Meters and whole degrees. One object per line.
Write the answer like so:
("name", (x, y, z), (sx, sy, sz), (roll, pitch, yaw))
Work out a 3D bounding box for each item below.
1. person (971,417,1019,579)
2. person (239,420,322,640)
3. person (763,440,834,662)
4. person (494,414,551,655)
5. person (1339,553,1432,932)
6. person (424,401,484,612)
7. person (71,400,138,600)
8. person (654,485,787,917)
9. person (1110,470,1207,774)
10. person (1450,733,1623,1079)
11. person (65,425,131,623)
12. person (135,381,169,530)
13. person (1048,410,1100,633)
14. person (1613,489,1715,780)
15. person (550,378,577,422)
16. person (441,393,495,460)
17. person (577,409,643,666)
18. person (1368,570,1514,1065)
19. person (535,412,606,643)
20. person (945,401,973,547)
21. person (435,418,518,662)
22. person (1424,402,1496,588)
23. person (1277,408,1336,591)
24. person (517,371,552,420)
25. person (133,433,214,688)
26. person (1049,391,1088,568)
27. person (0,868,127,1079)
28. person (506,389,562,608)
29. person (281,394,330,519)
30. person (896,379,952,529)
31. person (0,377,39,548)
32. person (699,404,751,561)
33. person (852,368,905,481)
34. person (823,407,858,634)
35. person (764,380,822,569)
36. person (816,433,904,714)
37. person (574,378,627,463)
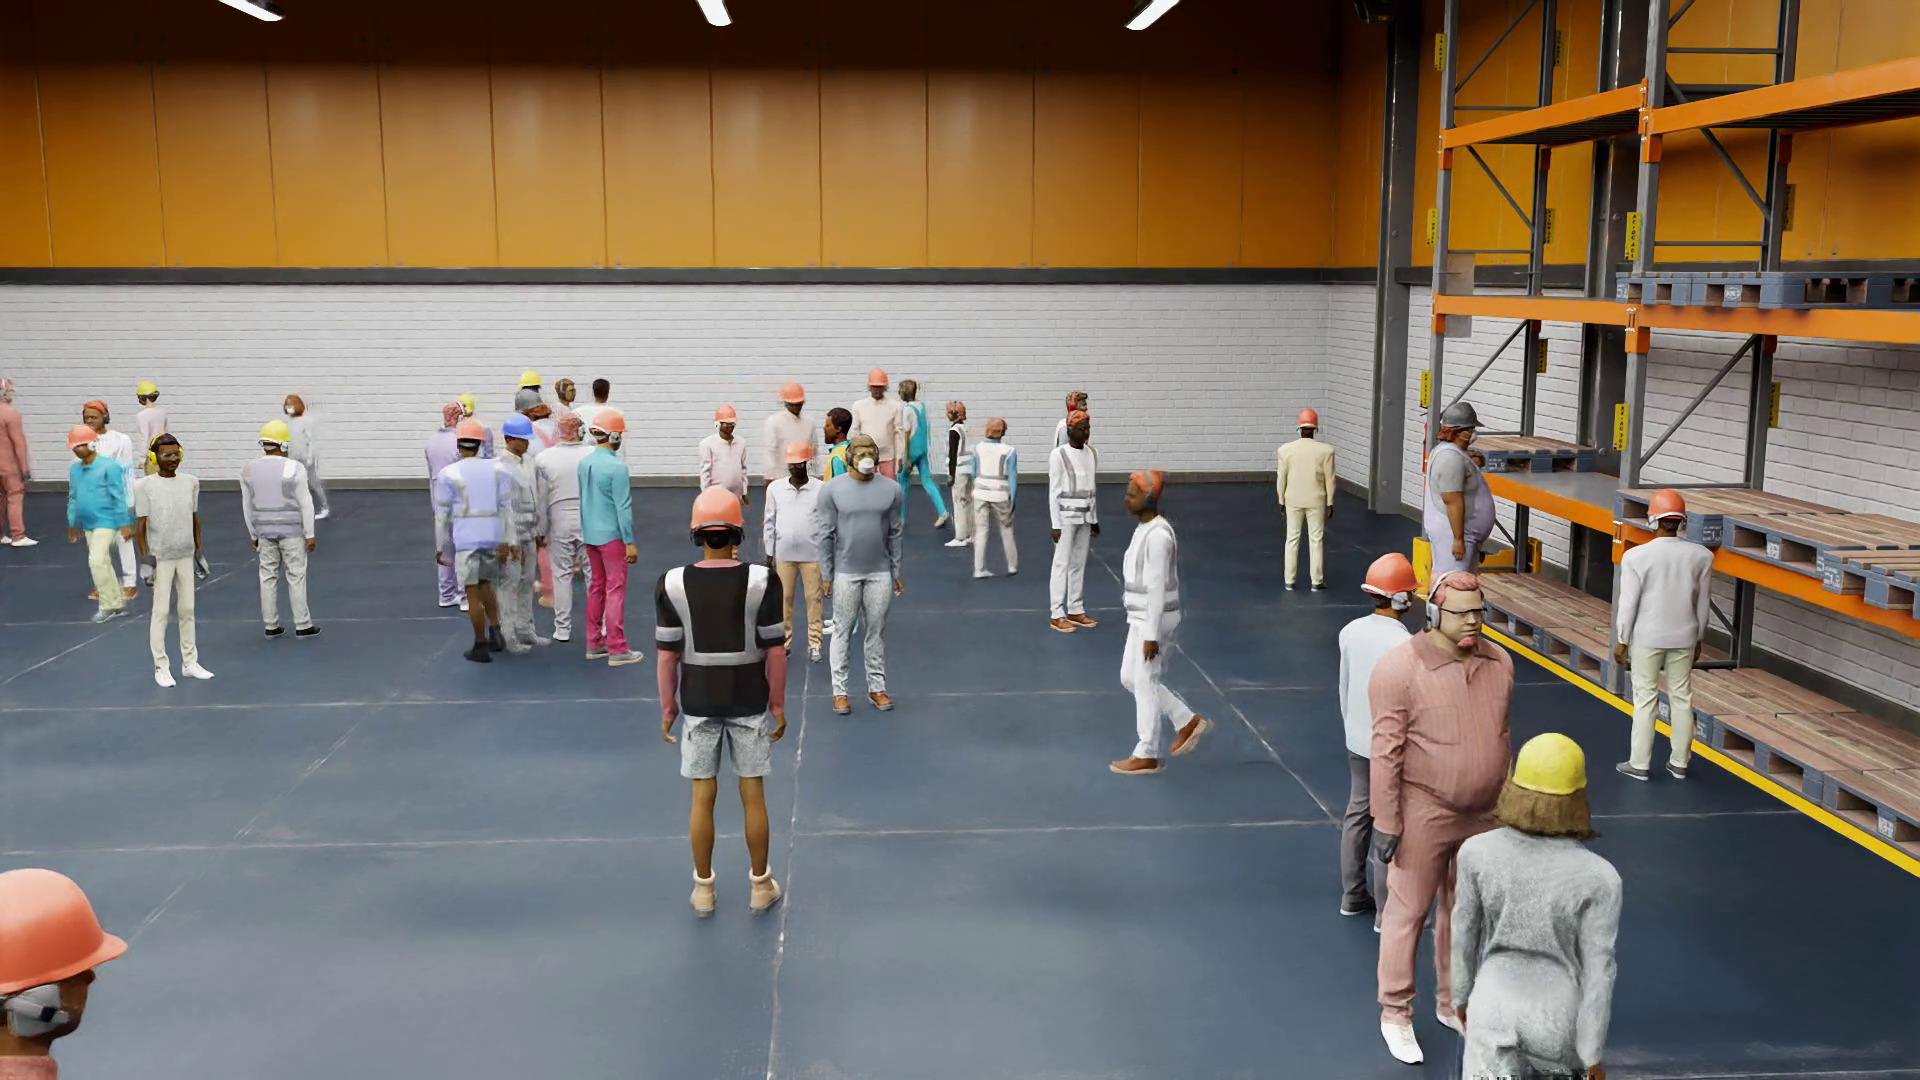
("person", (0.354, -0.422, 16.606), (0.526, 1.621, 0.478), (3, 10, 19))
("person", (-5.623, -0.078, 13.798), (0.588, 1.833, 0.404), (1, 9, 5))
("person", (-1.263, 0.087, 13.009), (0.561, 1.752, 0.324), (1, 9, 4))
("person", (-3.537, -0.048, 13.310), (0.427, 1.936, 0.618), (2, 9, 14))
("person", (1.976, 0.930, 7.705), (0.317, 1.756, 0.560), (-4, 10, -23))
("person", (-4.529, -0.306, 15.041), (0.649, 1.900, 0.401), (7, 12, 39))
("person", (-7.957, -0.366, 15.481), (0.578, 1.877, 0.343), (0, 9, 2))
("person", (-1.117, 0.762, 7.852), (0.605, 2.048, 0.381), (0, 9, -2))
("person", (1.206, 0.500, 10.054), (0.516, 1.872, 0.580), (-1, 9, -4))
("person", (1.673, 1.403, 4.917), (0.501, 1.698, 0.891), (6, 11, 35))
("person", (-7.581, -0.139, 14.498), (0.581, 1.725, 0.598), (4, 10, 24))
("person", (-9.619, -1.005, 19.829), (0.321, 1.769, 0.523), (1, 9, 8))
("person", (0.980, -0.165, 14.189), (0.354, 1.881, 0.576), (9, 13, 44))
("person", (4.205, 0.567, 9.990), (0.562, 1.753, 0.333), (0, 9, -2))
("person", (-4.522, -0.937, 19.154), (0.345, 1.846, 0.508), (0, 9, 0))
("person", (-5.270, -0.705, 17.908), (0.600, 1.790, 0.826), (0, 9, 3))
("person", (-2.740, -0.025, 13.004), (0.405, 1.986, 0.621), (-8, 12, -42))
("person", (1.887, 1.058, 6.437), (0.652, 1.906, 0.408), (-4, 10, -22))
("person", (-3.181, -0.107, 13.756), (0.651, 1.904, 0.403), (-3, 9, -15))
("person", (-0.011, -0.738, 18.583), (0.321, 1.627, 0.509), (2, 9, 14))
("person", (-3.809, 0.004, 13.023), (0.549, 1.916, 0.454), (-9, 13, -44))
("person", (3.937, -0.074, 13.122), (0.536, 2.000, 0.676), (1, 9, 6))
("person", (3.322, -0.384, 15.955), (0.564, 1.755, 0.321), (3, 10, 20))
("person", (-4.947, -1.021, 19.473), (0.419, 1.917, 0.589), (-7, 11, -36))
("person", (-5.821, 0.140, 12.312), (0.328, 1.872, 0.512), (6, 11, 34))
("person", (1.126, -0.623, 17.223), (0.386, 1.837, 0.563), (3, 9, 16))
("person", (-1.652, 1.560, 3.005), (0.623, 1.992, 0.396), (5, 10, 27))
("person", (-3.879, -0.422, 15.308), (0.752, 2.000, 0.879), (-9, 13, -44))
("person", (-8.093, -1.006, 20.407), (0.507, 1.580, 0.869), (3, 9, 18))
("person", (-0.496, -1.028, 19.875), (0.940, 1.808, 0.523), (8, 12, 40))
("person", (-10.635, -0.864, 18.532), (0.653, 1.906, 0.402), (3, 10, 20))
("person", (-2.320, -0.473, 16.520), (0.560, 1.753, 0.327), (-9, 13, -43))
("person", (-0.923, -0.948, 18.804), (0.613, 1.985, 0.414), (0, 9, -2))
("person", (-0.992, -0.165, 14.067), (0.393, 1.922, 0.591), (0, 9, 3))
("person", (-1.708, -0.654, 16.985), (0.687, 1.968, 0.559), (-7, 11, -36))
("person", (-0.678, 0.231, 11.531), (0.629, 1.940, 0.373), (-3, 10, -20))
("person", (-4.009, -0.840, 18.420), (0.638, 1.886, 0.760), (-1, 9, -3))
